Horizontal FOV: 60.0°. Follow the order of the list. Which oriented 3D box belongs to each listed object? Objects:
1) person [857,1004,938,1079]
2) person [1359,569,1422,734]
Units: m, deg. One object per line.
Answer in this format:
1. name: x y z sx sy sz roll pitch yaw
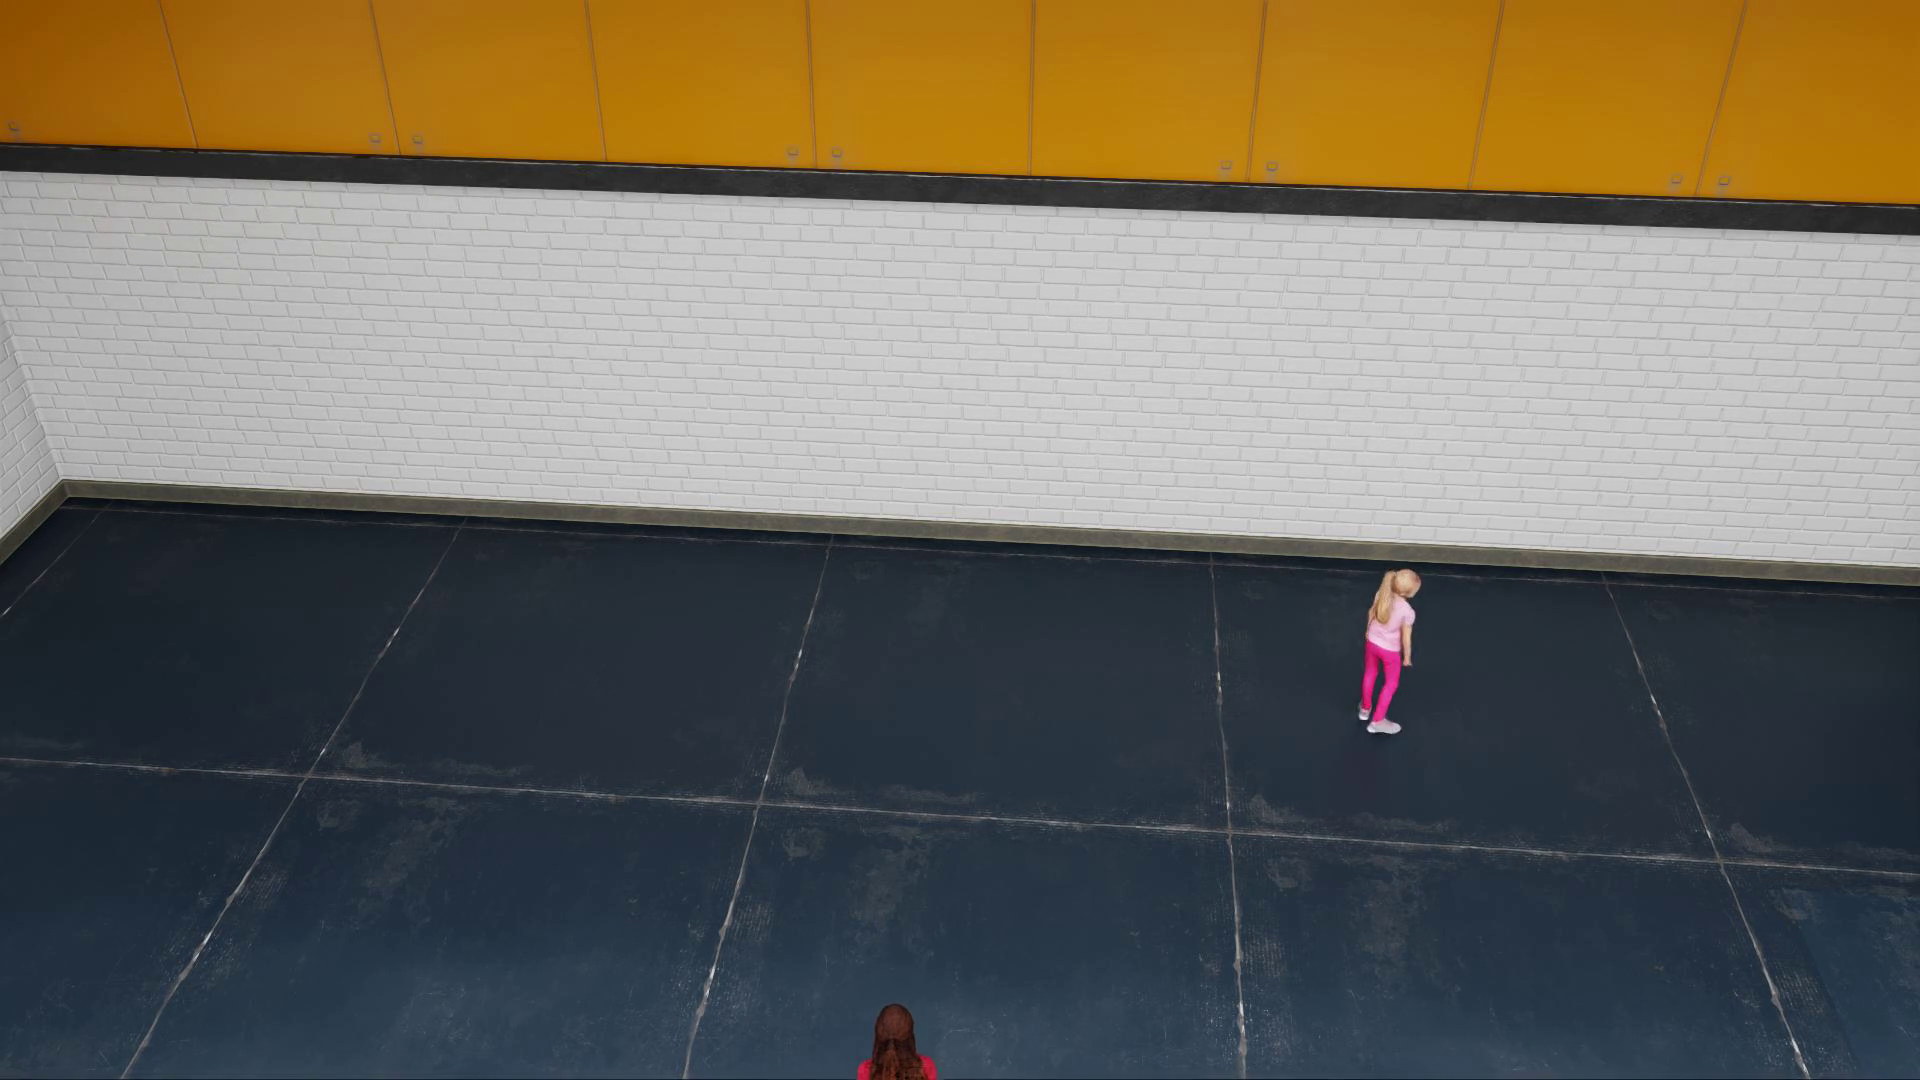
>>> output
1. person: -0.272 2.780 7.655 0.679 1.540 0.846 -6 34 -9
2. person: 2.813 0.687 11.058 0.634 1.258 0.690 21 39 28
